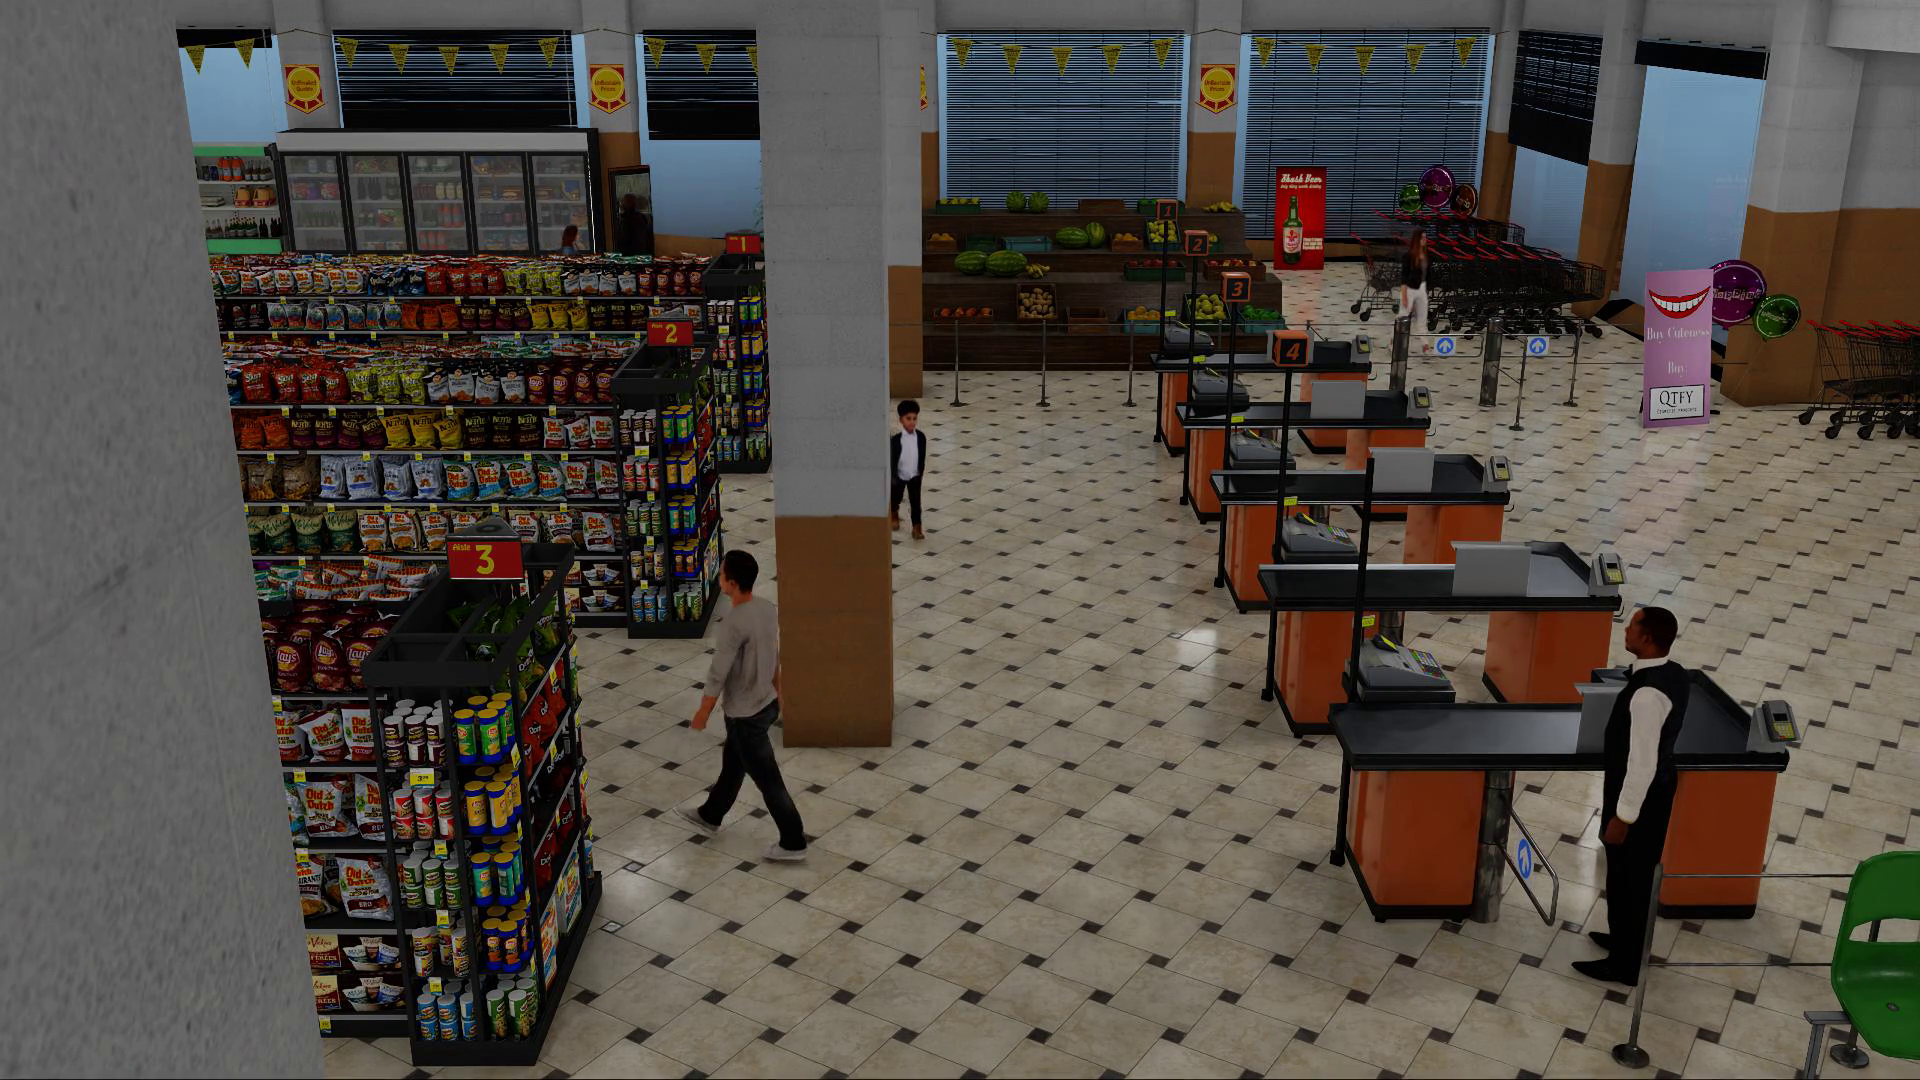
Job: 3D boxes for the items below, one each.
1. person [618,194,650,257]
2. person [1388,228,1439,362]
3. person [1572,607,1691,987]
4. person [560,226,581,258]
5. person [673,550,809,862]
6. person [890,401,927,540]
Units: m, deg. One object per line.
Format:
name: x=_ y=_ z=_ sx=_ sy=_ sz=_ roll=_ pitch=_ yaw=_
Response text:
person: x=-4.552 y=-4.009 z=23.703 sx=1.273 sy=1.809 sz=0.943 roll=6 pitch=20 yaw=17
person: x=5.774 y=-3.145 z=21.373 sx=1.148 sy=1.660 sz=0.980 roll=-8 pitch=20 yaw=-22
person: x=3.269 y=1.228 z=8.002 sx=0.793 sy=1.917 sz=0.785 roll=12 pitch=22 yaw=32
person: x=-5.450 y=-3.616 z=23.074 sx=0.614 sy=1.467 sz=0.631 roll=3 pitch=19 yaw=9
person: x=-1.048 y=0.945 z=9.059 sx=1.147 sy=1.779 sz=0.836 roll=5 pitch=19 yaw=14
person: x=-0.494 y=-0.634 z=14.627 sx=0.837 sy=1.212 sz=0.720 roll=-5 pitch=19 yaw=-15
